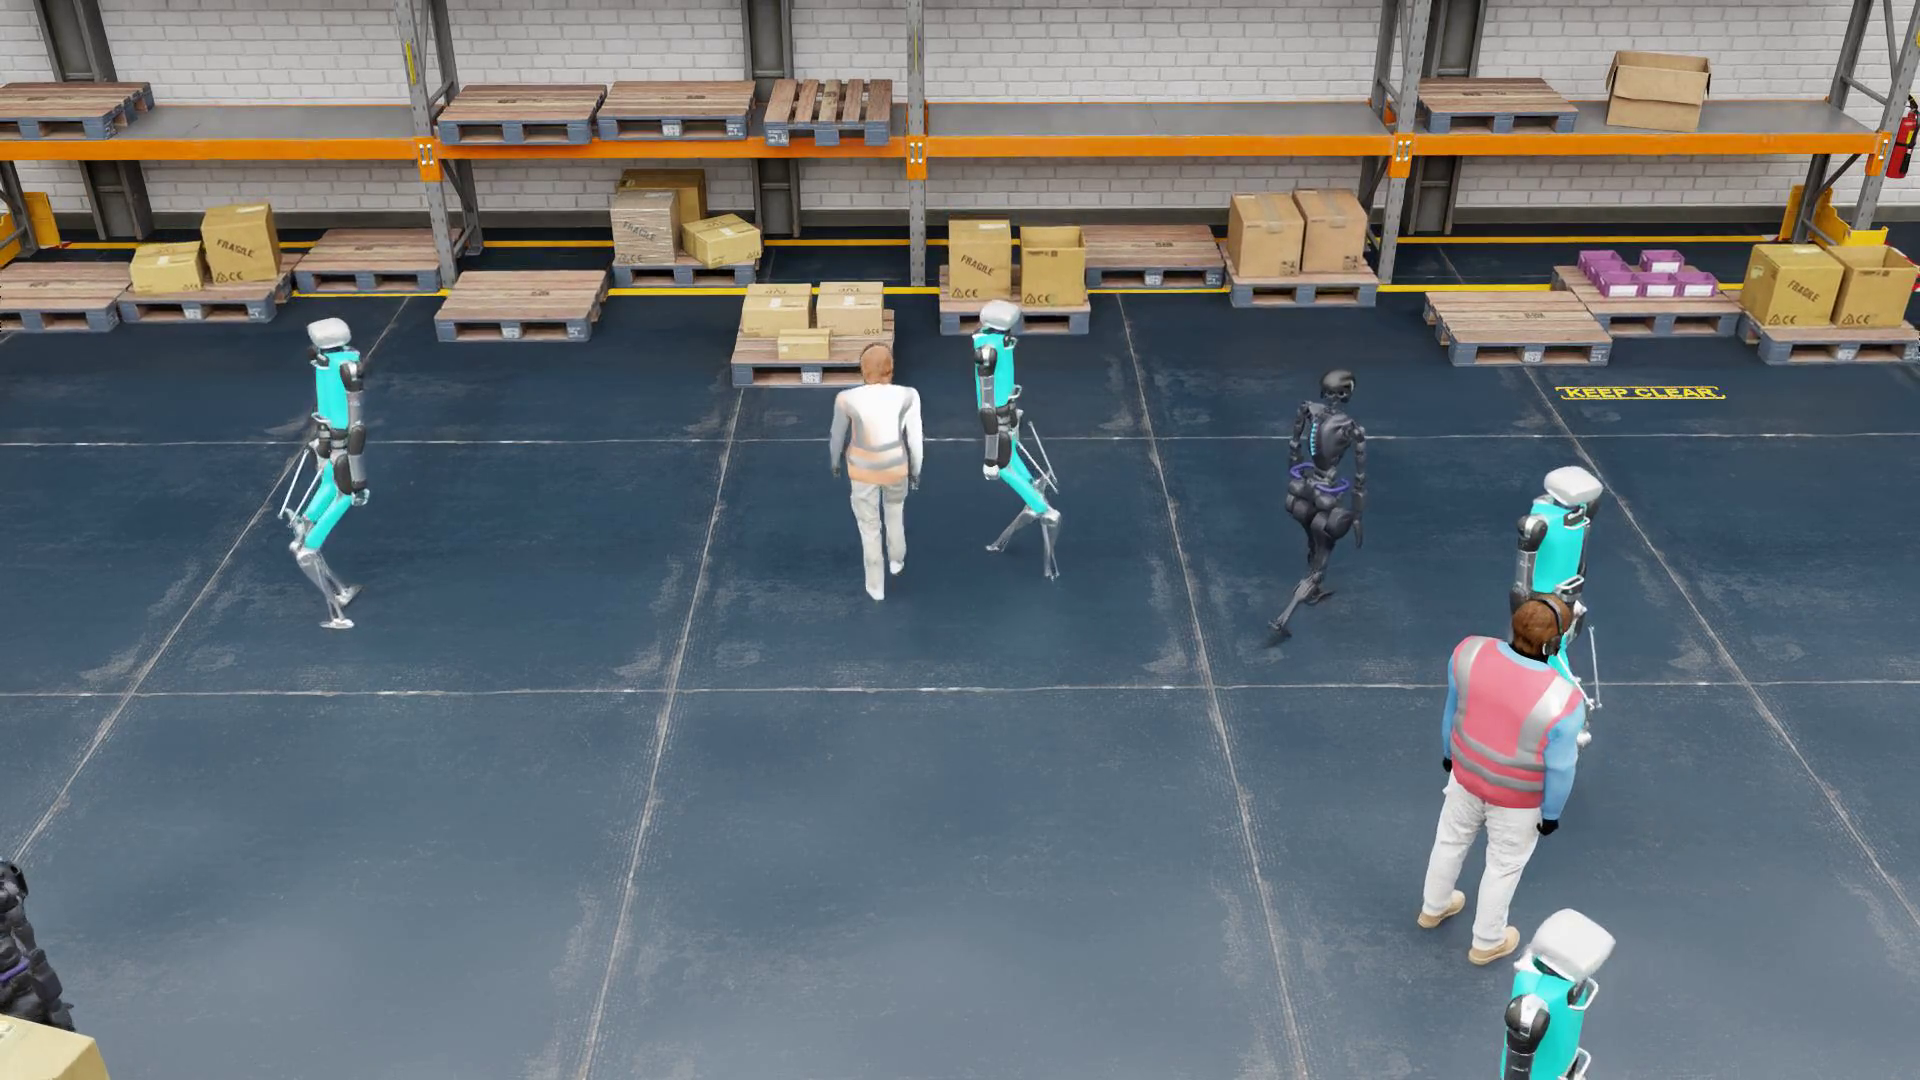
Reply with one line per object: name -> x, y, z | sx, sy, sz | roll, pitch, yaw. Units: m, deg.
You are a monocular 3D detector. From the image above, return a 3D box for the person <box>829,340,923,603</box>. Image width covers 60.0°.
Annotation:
person -> -0.504, -0.436, 9.821 | 0.524, 1.621, 0.586 | -7, 32, -12

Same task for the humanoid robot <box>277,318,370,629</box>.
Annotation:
humanoid robot -> -3.716, -0.335, 9.557 | 0.821, 1.782, 0.604 | -24, 38, -34

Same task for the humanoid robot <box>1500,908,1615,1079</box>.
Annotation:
humanoid robot -> 2.174, 2.085, 5.558 | 1.012, 1.776, 0.530 | 22, 37, 31

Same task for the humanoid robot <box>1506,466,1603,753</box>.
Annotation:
humanoid robot -> 2.984, 0.585, 8.109 | 0.539, 1.899, 0.716 | -22, 37, -32

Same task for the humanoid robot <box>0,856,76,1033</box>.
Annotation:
humanoid robot -> -3.651, 1.703, 6.246 | 0.617, 1.635, 0.482 | 17, 35, 26

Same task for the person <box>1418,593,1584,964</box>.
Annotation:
person -> 2.346, 1.025, 7.194 | 0.431, 1.836, 0.628 | -24, 38, -34

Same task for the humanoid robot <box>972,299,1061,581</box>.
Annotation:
humanoid robot -> 0.458, -0.549, 9.982 | 0.819, 1.822, 0.532 | 6, 32, 10

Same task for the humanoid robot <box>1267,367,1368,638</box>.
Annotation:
humanoid robot -> 2.031, -0.227, 9.471 | 0.740, 1.644, 0.589 | -22, 37, -32

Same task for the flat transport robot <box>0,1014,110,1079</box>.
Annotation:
flat transport robot -> -3.699, 2.648, 6.002 | 1.431, 0.231, 0.659 | 8, 32, 14
